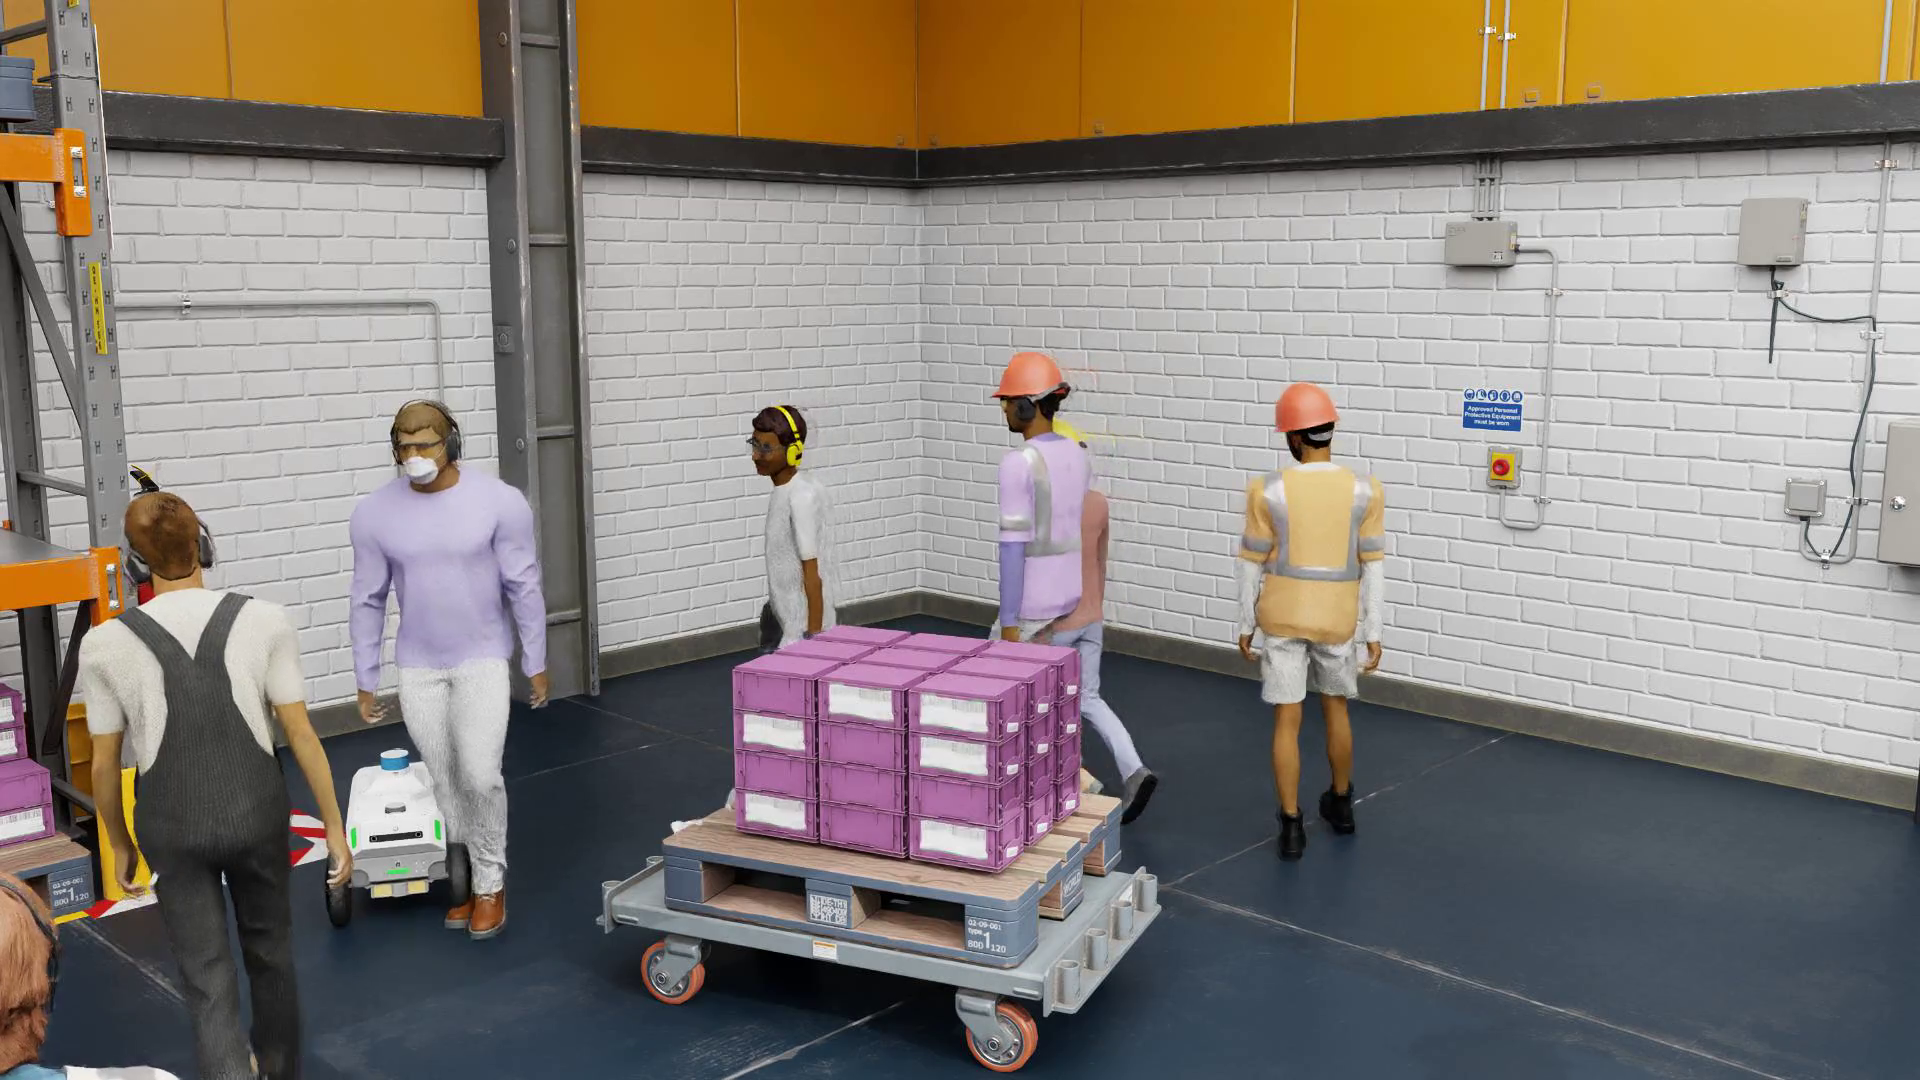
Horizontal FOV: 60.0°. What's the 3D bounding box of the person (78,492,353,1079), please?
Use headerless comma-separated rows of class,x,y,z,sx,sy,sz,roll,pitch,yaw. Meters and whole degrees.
person,-1.946,0.764,4.384,0.590,1.791,0.867,-5,10,-27

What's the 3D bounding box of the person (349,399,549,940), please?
person,-1.809,0.463,5.840,0.663,1.917,0.570,0,9,1

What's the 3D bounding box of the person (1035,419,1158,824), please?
person,0.514,0.361,7.034,0.539,1.737,0.719,-9,13,-44

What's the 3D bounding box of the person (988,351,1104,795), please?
person,0.349,0.235,6.905,0.531,2.026,0.614,7,11,35

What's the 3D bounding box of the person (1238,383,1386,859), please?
person,1.420,0.311,6.839,0.573,1.901,0.709,0,9,3

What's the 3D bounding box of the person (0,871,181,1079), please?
person,-1.198,1.219,2.101,0.525,1.626,0.323,-6,11,-34

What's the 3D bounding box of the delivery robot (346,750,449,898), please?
delivery robot,-2.111,1.031,6.245,0.477,0.478,0.707,-3,10,-18

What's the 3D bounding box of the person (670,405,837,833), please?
person,-0.745,0.366,6.717,0.916,1.820,0.621,-1,9,-7
